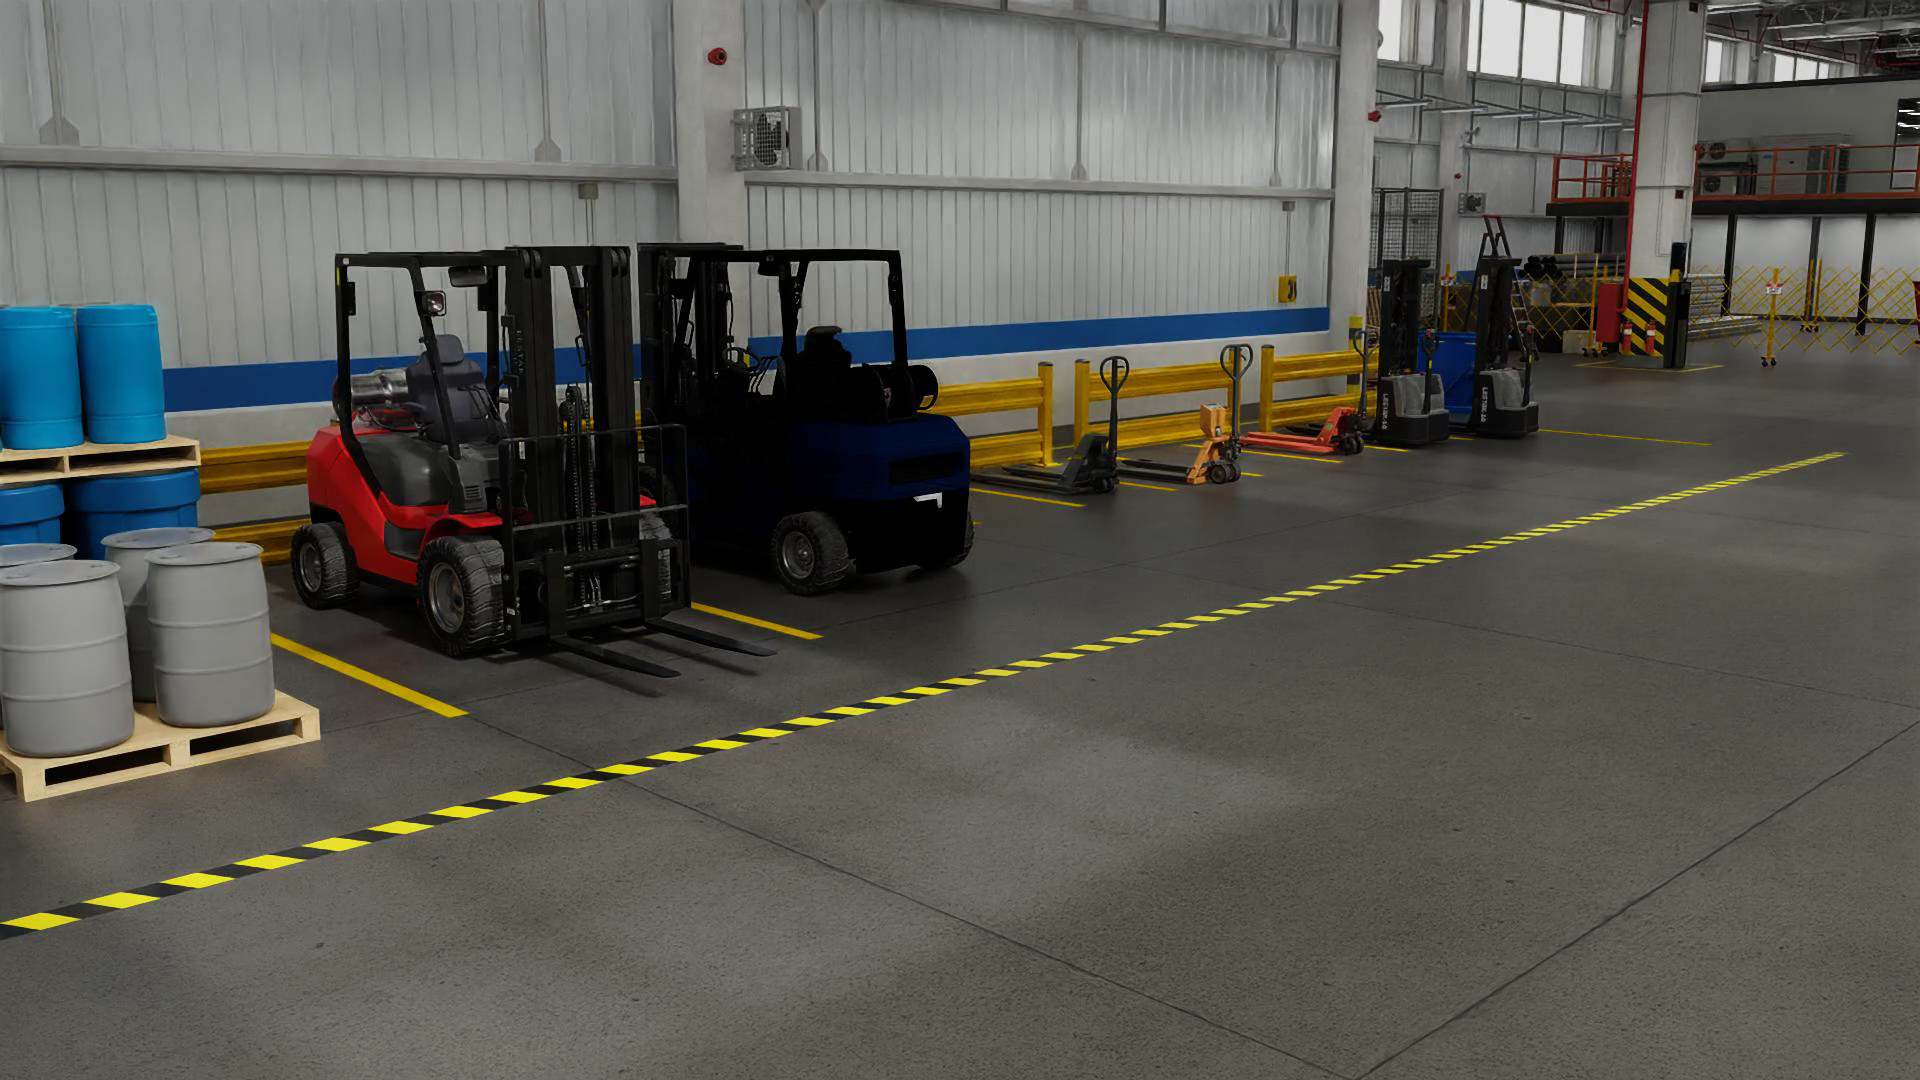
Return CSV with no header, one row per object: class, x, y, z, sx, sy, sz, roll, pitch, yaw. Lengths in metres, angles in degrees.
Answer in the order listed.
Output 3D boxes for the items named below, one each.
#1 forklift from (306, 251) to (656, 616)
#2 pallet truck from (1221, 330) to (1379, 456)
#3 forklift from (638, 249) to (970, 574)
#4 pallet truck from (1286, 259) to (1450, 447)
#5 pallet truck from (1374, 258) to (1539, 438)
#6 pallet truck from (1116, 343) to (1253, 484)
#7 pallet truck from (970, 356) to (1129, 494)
forklift,-2.833,-0.669,9.694,1.157,1.987,2.680,-10,14,-44
pallet truck,3.563,-1.581,17.381,0.653,1.274,1.630,-10,14,-44
forklift,-1.173,-0.958,11.239,2.680,1.987,1.157,10,14,43
pallet truck,4.493,-2.078,18.196,0.823,1.965,1.885,-9,14,-40
pallet truck,5.704,-2.208,18.901,1.885,1.965,0.823,10,14,43
pallet truck,1.962,-1.215,15.415,1.522,1.261,0.704,10,14,43
pallet truck,0.784,-1.085,14.876,0.680,1.201,1.601,-10,14,-44
